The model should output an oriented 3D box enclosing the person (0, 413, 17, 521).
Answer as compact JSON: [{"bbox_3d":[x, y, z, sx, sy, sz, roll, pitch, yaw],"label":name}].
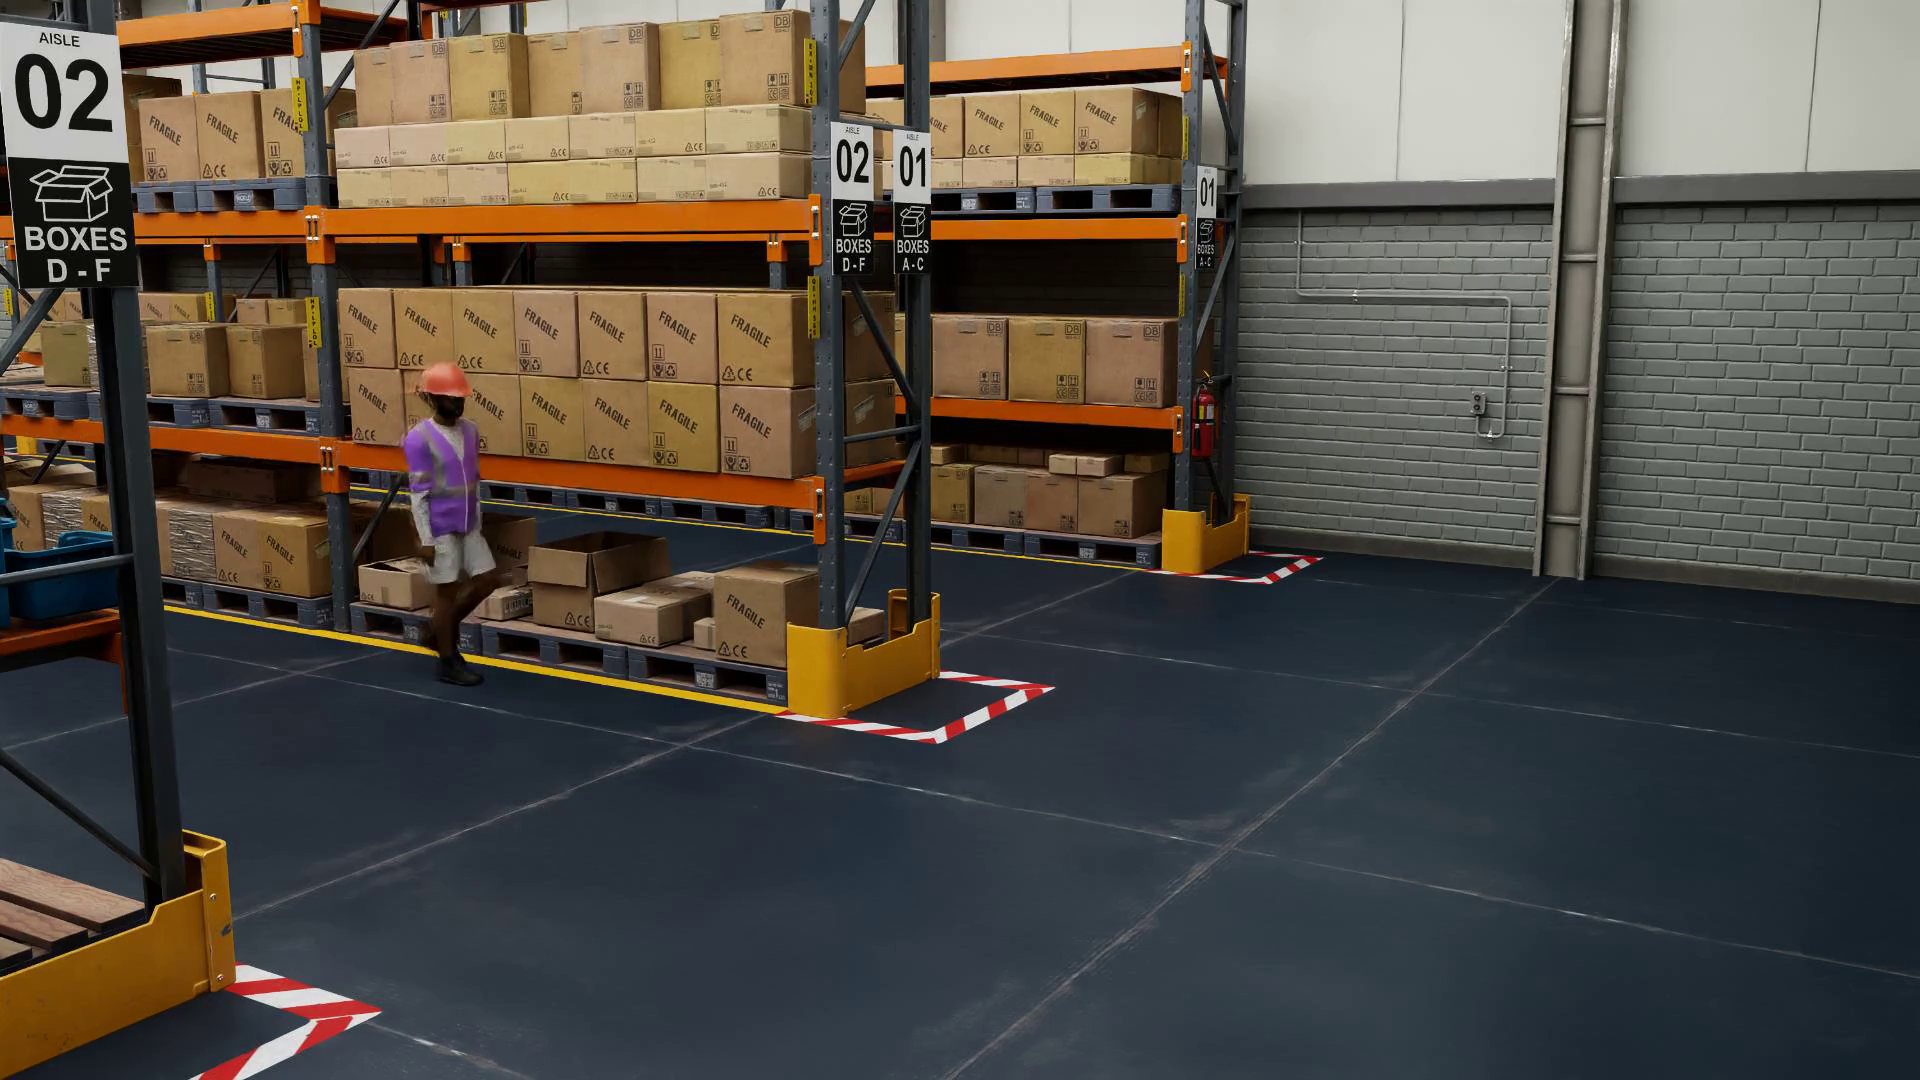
[{"bbox_3d":[-6.472,-0.247,10.905,0.315,1.864,0.528,6,11,30],"label":"person"}]

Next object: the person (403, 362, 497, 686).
[{"bbox_3d":[-2.989,-0.083,9.758,0.450,1.922,0.578,5,11,26],"label":"person"}]
